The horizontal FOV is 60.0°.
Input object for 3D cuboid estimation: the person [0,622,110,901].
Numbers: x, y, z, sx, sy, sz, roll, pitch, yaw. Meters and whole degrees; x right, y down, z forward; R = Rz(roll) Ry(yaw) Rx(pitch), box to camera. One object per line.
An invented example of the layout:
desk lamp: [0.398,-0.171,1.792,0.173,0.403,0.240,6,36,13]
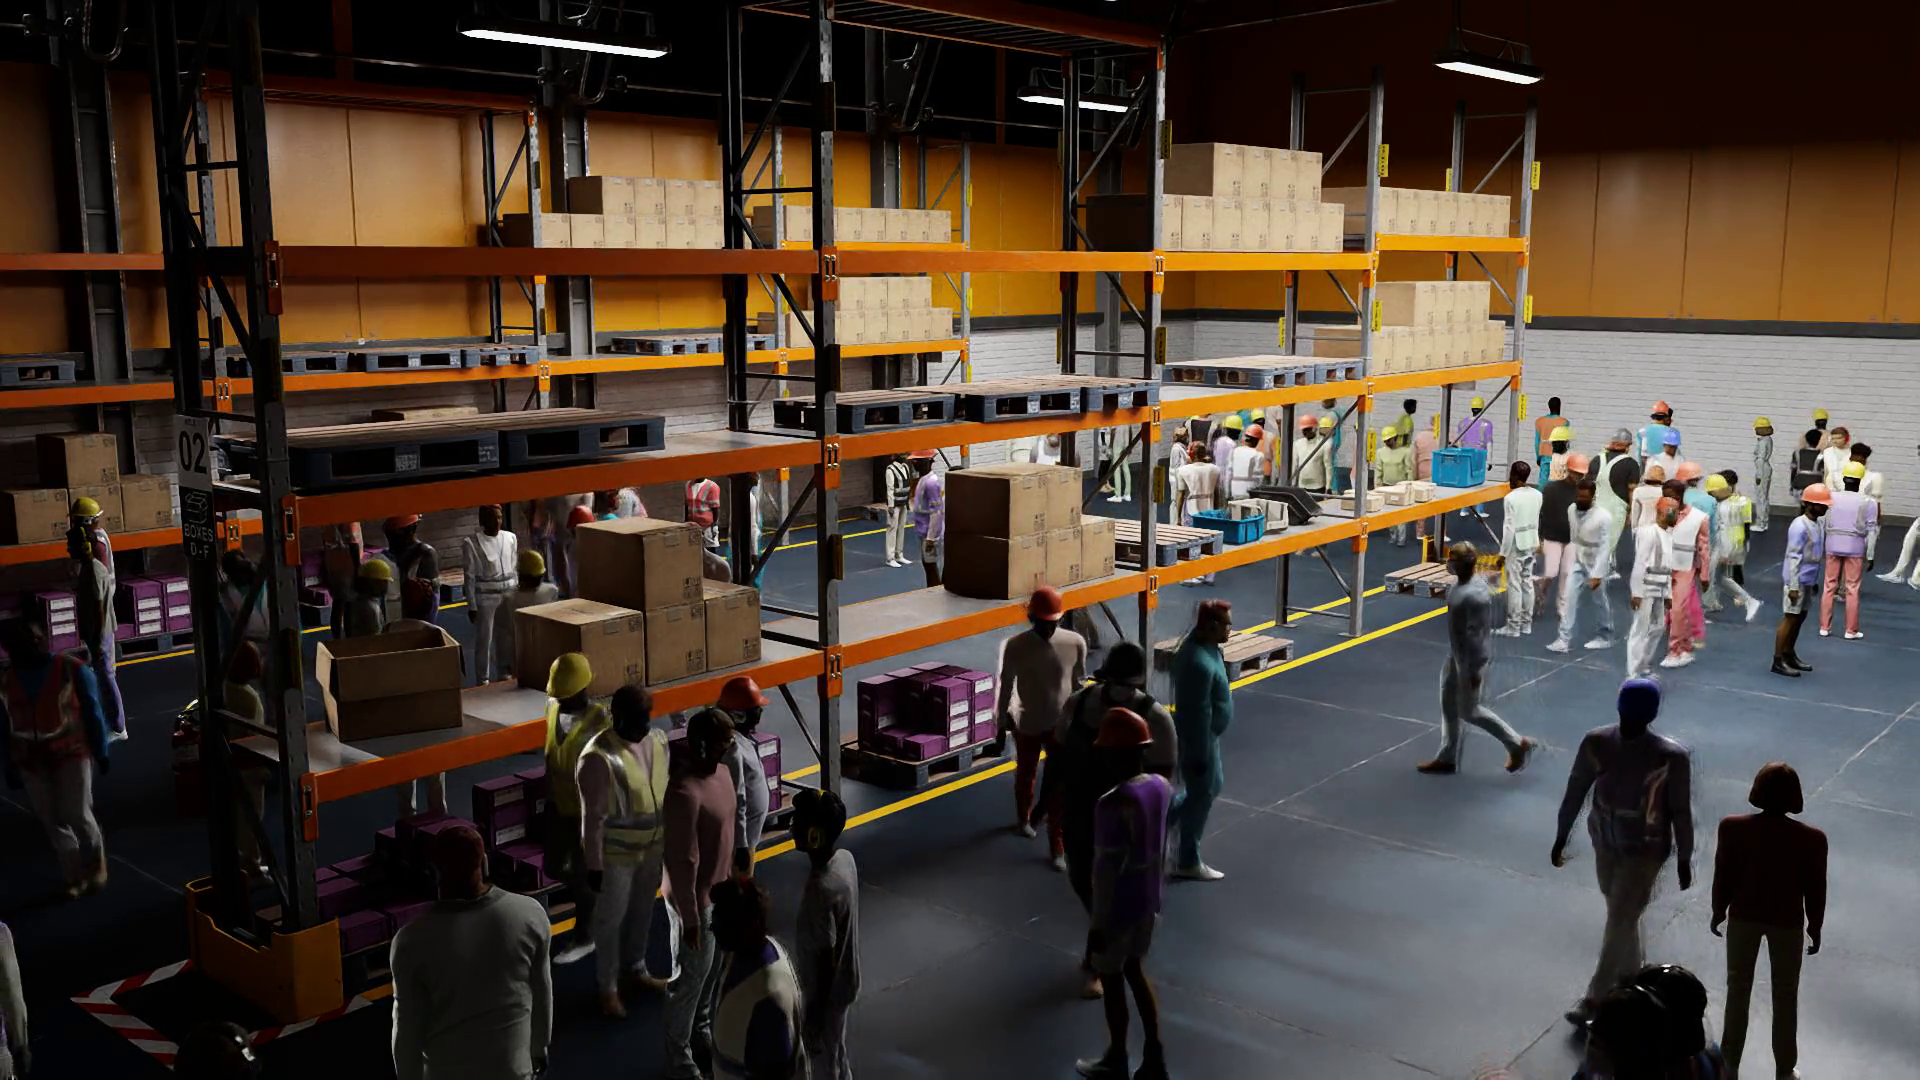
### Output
person: [-5.783,1.407,10.567,0.650,1.818,0.446,-1,10,-8]

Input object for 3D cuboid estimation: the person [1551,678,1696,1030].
person: [3.490,1.649,8.881,0.964,1.889,0.661,-7,12,-35]

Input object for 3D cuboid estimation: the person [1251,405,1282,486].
person: [5.460,-1.814,29.112,0.538,2.000,0.684,-8,12,-38]

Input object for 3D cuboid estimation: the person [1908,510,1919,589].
person: [11.978,-0.169,20.321,0.555,1.696,0.944,2,10,9]

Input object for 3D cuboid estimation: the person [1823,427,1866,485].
person: [12.218,-0.664,22.945,0.550,1.813,0.610,-6,11,-32]

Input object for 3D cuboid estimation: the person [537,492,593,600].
person: [-4.404,-0.005,18.546,0.690,1.969,0.648,4,10,22]

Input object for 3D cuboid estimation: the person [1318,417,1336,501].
person: [5.474,-0.974,24.986,0.296,1.744,0.487,1,10,6]

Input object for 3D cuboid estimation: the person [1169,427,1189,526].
person: [3.238,-0.856,24.589,0.307,1.641,0.513,2,10,14]

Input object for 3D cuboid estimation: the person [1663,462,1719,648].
person: [7.746,0.133,17.807,0.625,1.936,1.022,-3,10,-15]

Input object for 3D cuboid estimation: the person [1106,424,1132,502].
person: [2.708,-1.573,28.205,0.535,1.864,0.309,-7,12,-36]

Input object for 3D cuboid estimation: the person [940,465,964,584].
person: [-0.068,-0.038,19.524,0.319,1.698,0.538,3,10,18]

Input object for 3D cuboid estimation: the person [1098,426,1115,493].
person: [2.603,-1.682,29.351,0.315,1.696,0.540,4,10,23]

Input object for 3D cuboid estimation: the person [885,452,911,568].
person: [-0.827,-0.459,22.227,0.311,1.636,0.523,4,10,25]

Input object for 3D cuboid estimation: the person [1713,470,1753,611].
person: [8.954,0.003,19.439,0.572,1.649,0.820,7,12,36]

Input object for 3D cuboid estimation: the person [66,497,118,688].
person: [-8.303,0.499,15.923,0.403,1.834,0.589,-6,11,-31]

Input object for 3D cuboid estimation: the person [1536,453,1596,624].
person: [6.752,-0.010,18.576,0.631,1.962,0.562,0,10,-1]

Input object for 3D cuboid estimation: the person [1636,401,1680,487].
person: [10.186,-1.005,24.289,0.613,2.043,0.392,8,12,40]

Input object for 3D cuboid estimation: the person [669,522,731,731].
person: [-2.242,0.788,13.981,0.652,1.906,0.409,-1,10,-4]

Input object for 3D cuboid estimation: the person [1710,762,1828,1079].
person: [3.977,1.891,8.207,0.506,1.631,0.277,5,11,28]

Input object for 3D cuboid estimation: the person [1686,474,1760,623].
person: [8.610,0.108,18.640,0.704,1.707,0.524,3,10,20]

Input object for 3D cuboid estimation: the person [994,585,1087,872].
person: [0.548,1.207,11.433,0.645,1.940,0.952,0,10,-3]

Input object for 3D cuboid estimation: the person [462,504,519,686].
person: [-4.301,0.568,15.360,0.347,1.882,0.584,7,12,37]

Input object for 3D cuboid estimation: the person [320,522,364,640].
person: [-6.246,0.271,16.904,0.601,1.961,0.372,9,13,42]

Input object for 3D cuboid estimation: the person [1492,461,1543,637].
person: [6.079,0.095,18.082,0.588,1.920,0.391,-7,12,-38]

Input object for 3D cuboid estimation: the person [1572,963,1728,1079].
person: [2.253,2.257,5.407,0.626,1.844,0.429,-6,11,-31]

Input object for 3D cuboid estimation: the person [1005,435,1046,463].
person: [1.018,-1.154,25.577,0.651,1.906,0.403,2,10,12]

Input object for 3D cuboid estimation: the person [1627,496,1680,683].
person: [6.541,0.517,15.792,0.348,1.854,0.696,9,13,44]

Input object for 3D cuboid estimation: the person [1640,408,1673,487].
person: [10.237,-0.977,24.335,0.611,1.964,0.364,-3,10,-15]

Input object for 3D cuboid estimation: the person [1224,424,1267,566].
person: [3.842,-0.606,22.326,0.619,1.896,0.595,8,13,41]

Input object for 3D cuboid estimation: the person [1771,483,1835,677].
person: [8.298,0.391,16.331,0.554,1.923,0.433,-9,13,-43]

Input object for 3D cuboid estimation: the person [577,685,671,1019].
person: [-1.780,1.664,9.005,0.432,1.827,0.666,7,12,35]

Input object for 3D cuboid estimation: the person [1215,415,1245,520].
person: [3.749,-0.840,23.737,0.587,1.904,0.606,-2,10,-12]

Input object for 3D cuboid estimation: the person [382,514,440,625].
person: [-4.707,0.683,14.233,0.605,2.034,0.391,7,12,35]

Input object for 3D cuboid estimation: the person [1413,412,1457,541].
person: [6.918,-0.919,24.221,0.642,1.897,0.394,6,11,34]

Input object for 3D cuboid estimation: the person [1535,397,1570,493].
person: [9.456,-1.329,26.577,0.392,1.922,0.592,-8,13,-40]

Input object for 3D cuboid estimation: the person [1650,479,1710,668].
person: [7.151,0.340,16.723,0.816,1.878,0.618,-7,12,-34]

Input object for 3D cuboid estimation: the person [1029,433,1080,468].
person: [1.252,-0.661,22.229,0.699,2.000,0.731,2,10,12]

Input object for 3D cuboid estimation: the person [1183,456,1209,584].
person: [2.993,-0.328,21.133,0.320,1.742,0.492,3,10,17]

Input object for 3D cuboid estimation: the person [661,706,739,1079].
person: [-1.261,1.756,8.156,0.380,1.931,0.628,2,10,10]

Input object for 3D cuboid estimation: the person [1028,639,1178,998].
person: [0.804,1.498,9.343,0.786,2.000,0.619,6,11,33]

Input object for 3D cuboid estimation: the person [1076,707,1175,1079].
person: [0.826,1.764,8.104,0.537,1.927,0.555,8,13,41]
